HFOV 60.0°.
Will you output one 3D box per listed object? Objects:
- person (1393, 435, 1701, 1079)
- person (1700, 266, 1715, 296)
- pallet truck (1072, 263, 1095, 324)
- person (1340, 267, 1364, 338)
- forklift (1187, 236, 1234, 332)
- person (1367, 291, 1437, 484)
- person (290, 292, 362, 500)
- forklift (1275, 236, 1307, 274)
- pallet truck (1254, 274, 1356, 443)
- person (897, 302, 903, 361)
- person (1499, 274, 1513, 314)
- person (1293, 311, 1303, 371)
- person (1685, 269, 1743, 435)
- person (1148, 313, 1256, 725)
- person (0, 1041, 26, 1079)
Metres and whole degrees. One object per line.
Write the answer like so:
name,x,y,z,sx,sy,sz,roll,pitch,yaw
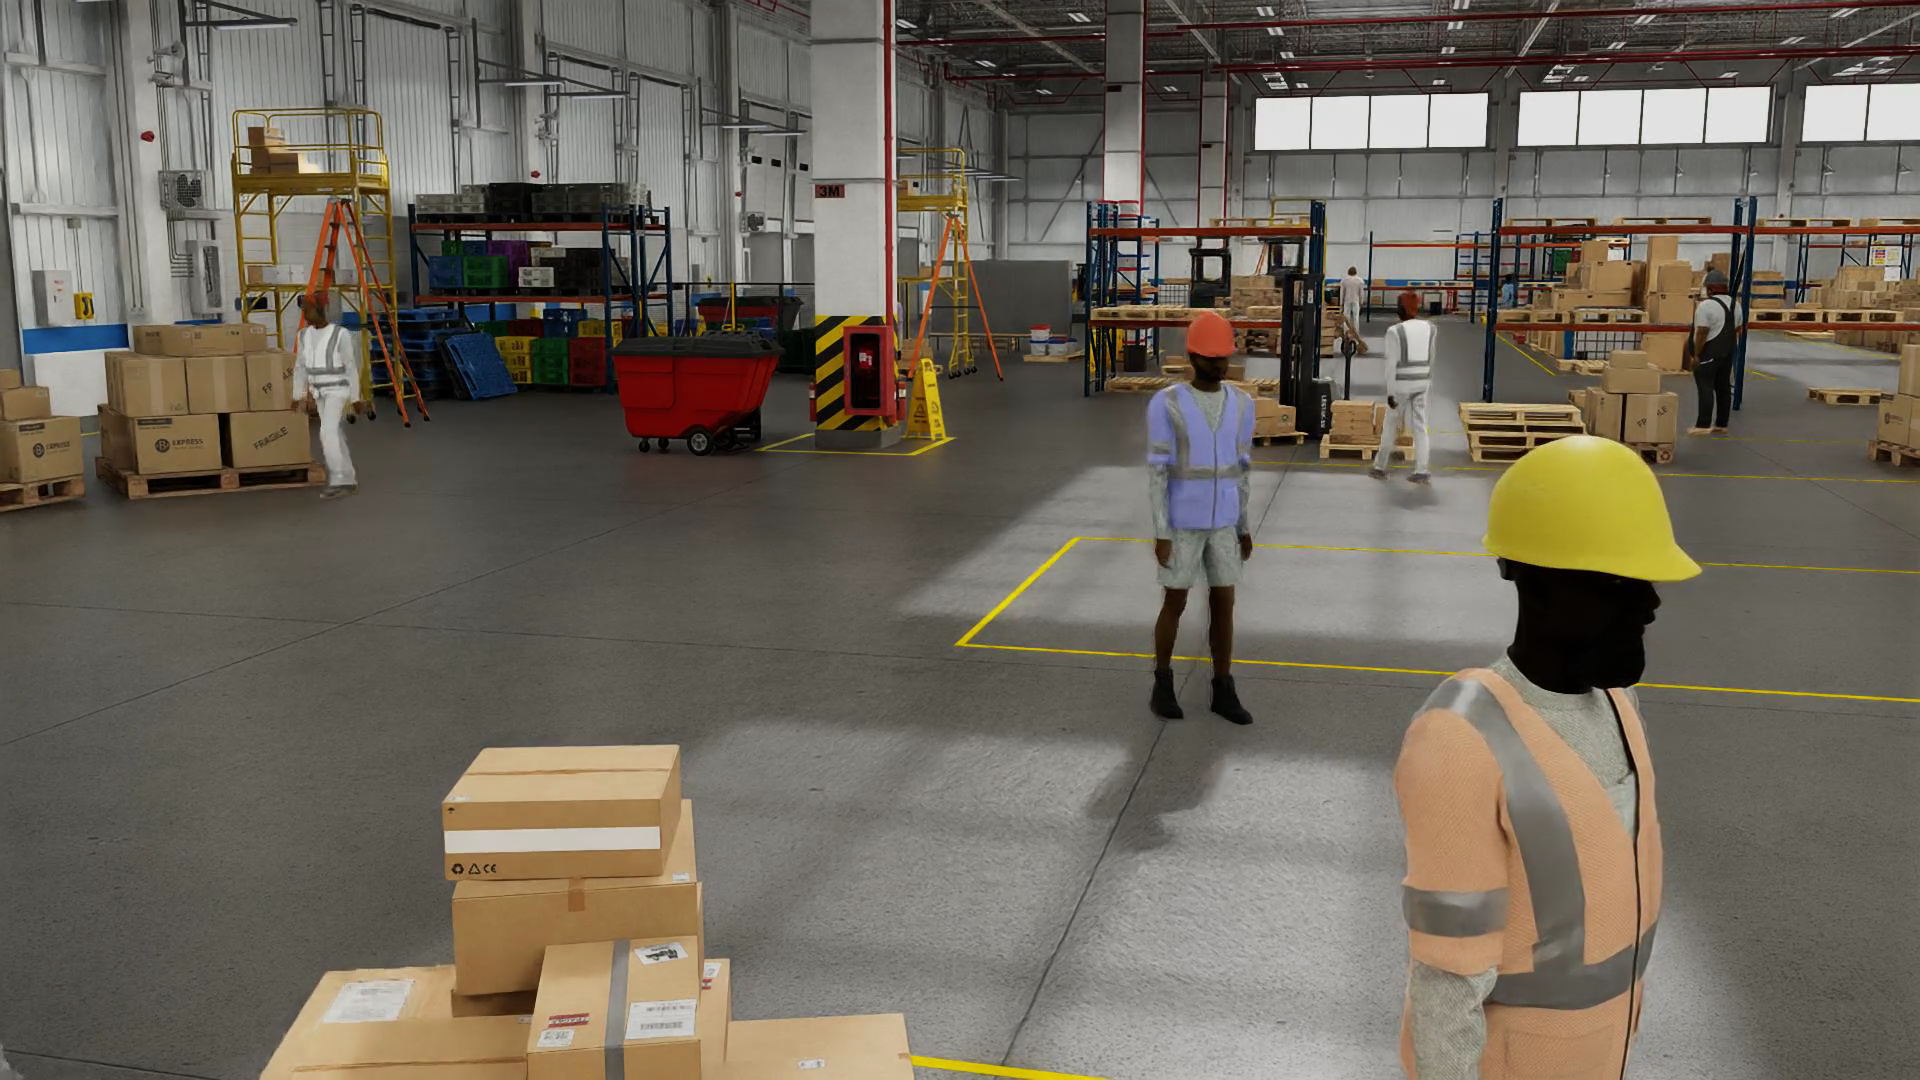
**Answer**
person,0.852,0.804,2.473,0.363,1.928,0.587,8,13,40
person,22.822,-7.403,50.813,0.362,1.929,0.629,6,11,30
pallet truck,4.325,-8.180,55.162,0.823,1.965,1.885,6,11,31
person,10.570,-6.402,44.887,0.627,1.935,0.371,2,10,12
forklift,7.033,-7.119,46.318,1.129,2.768,1.873,3,10,16
person,4.326,-1.480,16.151,0.594,1.851,0.778,-3,10,-17
person,-5.747,-1.287,14.966,0.579,1.858,0.722,5,11,28
forklift,10.043,-7.868,50.731,1.129,2.768,1.873,8,13,40
pallet truck,3.653,-2.138,19.590,1.885,1.965,0.823,-4,10,-20
person,-1.078,-2.671,22.928,0.595,1.925,0.373,-4,11,-24
person,16.859,-7.369,51.314,0.358,1.682,0.544,-2,10,-9
person,6.620,-4.104,31.942,0.323,1.736,0.488,6,11,30
person,9.252,-2.316,20.509,0.684,2.000,0.535,-5,11,-26
person,1.141,-0.097,7.823,0.568,1.927,0.545,-3,10,-18
person,-2.714,0.565,3.962,0.987,1.914,0.599,-3,10,-17
